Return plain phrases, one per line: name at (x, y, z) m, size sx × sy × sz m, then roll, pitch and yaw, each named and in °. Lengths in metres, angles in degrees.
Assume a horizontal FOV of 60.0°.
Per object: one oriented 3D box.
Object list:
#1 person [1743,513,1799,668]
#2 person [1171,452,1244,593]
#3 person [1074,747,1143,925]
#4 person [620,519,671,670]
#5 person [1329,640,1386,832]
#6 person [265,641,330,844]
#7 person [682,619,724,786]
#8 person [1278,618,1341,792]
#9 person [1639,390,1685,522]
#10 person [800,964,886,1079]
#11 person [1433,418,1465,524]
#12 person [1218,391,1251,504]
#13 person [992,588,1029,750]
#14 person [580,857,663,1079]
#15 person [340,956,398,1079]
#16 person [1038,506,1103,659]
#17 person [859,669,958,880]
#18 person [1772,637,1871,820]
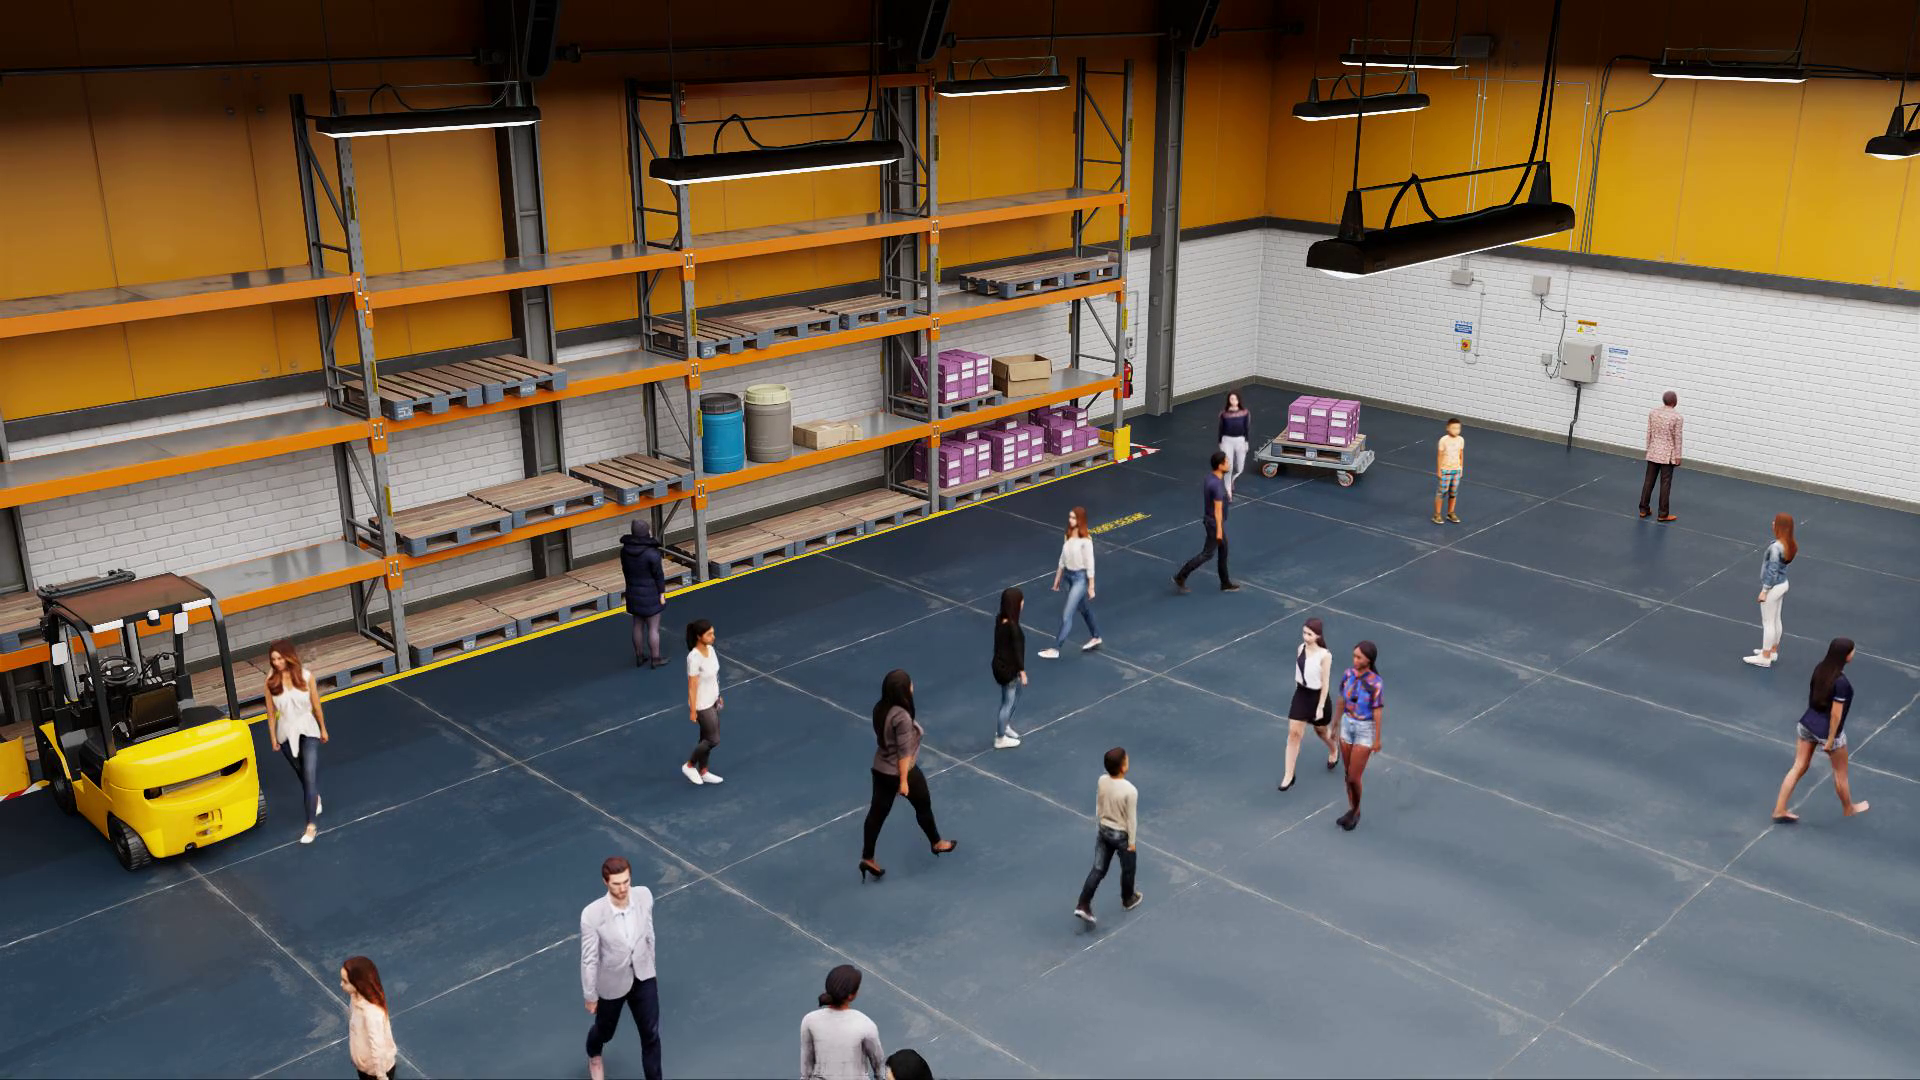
person at (8.800, 0.531, 17.949) m, size 0.671 × 1.701 × 0.433 m, roll 18°, pitch 25°, yaw 42°
person at (2.970, -0.182, 19.968) m, size 1.177 × 1.764 × 1.112 m, roll 0°, pitch 19°, yaw 0°
person at (1.166, 2.332, 13.011) m, size 0.608 × 1.440 × 0.990 m, roll 15°, pitch 23°, yaw 37°
person at (-3.396, 0.569, 17.880) m, size 0.762 × 1.673 × 0.770 m, roll 8°, pitch 20°, yaw 23°
person at (3.517, 1.681, 14.487) m, size 0.624 × 1.733 × 0.631 m, roll -14°, pitch 23°, yaw -36°
person at (-5.743, 1.686, 14.467) m, size 1.129 × 1.736 × 1.074 m, roll -4°, pitch 19°, yaw -12°
person at (-2.420, 1.484, 15.228) m, size 0.768 × 1.632 × 0.699 m, roll 4°, pitch 19°, yaw 12°
person at (3.285, 1.491, 15.235) m, size 0.565 × 1.614 × 1.059 m, roll 18°, pitch 25°, yaw 42°
person at (9.645, -1.170, 22.836) m, size 0.639 × 1.806 × 0.713 m, roll -13°, pitch 23°, yaw -34°
person at (-0.719, 3.335, 9.659) m, size 0.982 × 1.678 × 1.289 m, roll 6°, pitch 20°, yaw 18°
person at (6.698, -0.962, 22.762) m, size 0.571 × 1.460 × 0.653 m, roll -3°, pitch 19°, yaw -10°
person at (3.895, -1.349, 23.702) m, size 0.954 × 1.593 × 1.027 m, roll 1°, pitch 19°, yaw 3°
person at (0.390, 1.237, 15.957) m, size 0.697 × 1.635 × 0.681 m, roll -7°, pitch 20°, yaw -19°
person at (-2.238, 2.846, 10.892) m, size 1.139 × 1.819 × 0.888 m, roll -12°, pitch 22°, yaw -32°
person at (-3.607, 3.231, 10.272) m, size 0.561 × 1.485 × 0.617 m, roll -13°, pitch 23°, yaw -34°
person at (1.342, 0.461, 18.193) m, size 1.173 × 1.678 × 0.779 m, roll -11°, pitch 22°, yaw -30°
person at (-0.609, 1.960, 13.556) m, size 1.153 × 1.797 × 0.774 m, roll -13°, pitch 23°, yaw -34°
person at (7.435, 1.683, 14.495) m, size 1.146 × 1.724 × 0.947 m, roll -4°, pitch 19°, yaw -12°
